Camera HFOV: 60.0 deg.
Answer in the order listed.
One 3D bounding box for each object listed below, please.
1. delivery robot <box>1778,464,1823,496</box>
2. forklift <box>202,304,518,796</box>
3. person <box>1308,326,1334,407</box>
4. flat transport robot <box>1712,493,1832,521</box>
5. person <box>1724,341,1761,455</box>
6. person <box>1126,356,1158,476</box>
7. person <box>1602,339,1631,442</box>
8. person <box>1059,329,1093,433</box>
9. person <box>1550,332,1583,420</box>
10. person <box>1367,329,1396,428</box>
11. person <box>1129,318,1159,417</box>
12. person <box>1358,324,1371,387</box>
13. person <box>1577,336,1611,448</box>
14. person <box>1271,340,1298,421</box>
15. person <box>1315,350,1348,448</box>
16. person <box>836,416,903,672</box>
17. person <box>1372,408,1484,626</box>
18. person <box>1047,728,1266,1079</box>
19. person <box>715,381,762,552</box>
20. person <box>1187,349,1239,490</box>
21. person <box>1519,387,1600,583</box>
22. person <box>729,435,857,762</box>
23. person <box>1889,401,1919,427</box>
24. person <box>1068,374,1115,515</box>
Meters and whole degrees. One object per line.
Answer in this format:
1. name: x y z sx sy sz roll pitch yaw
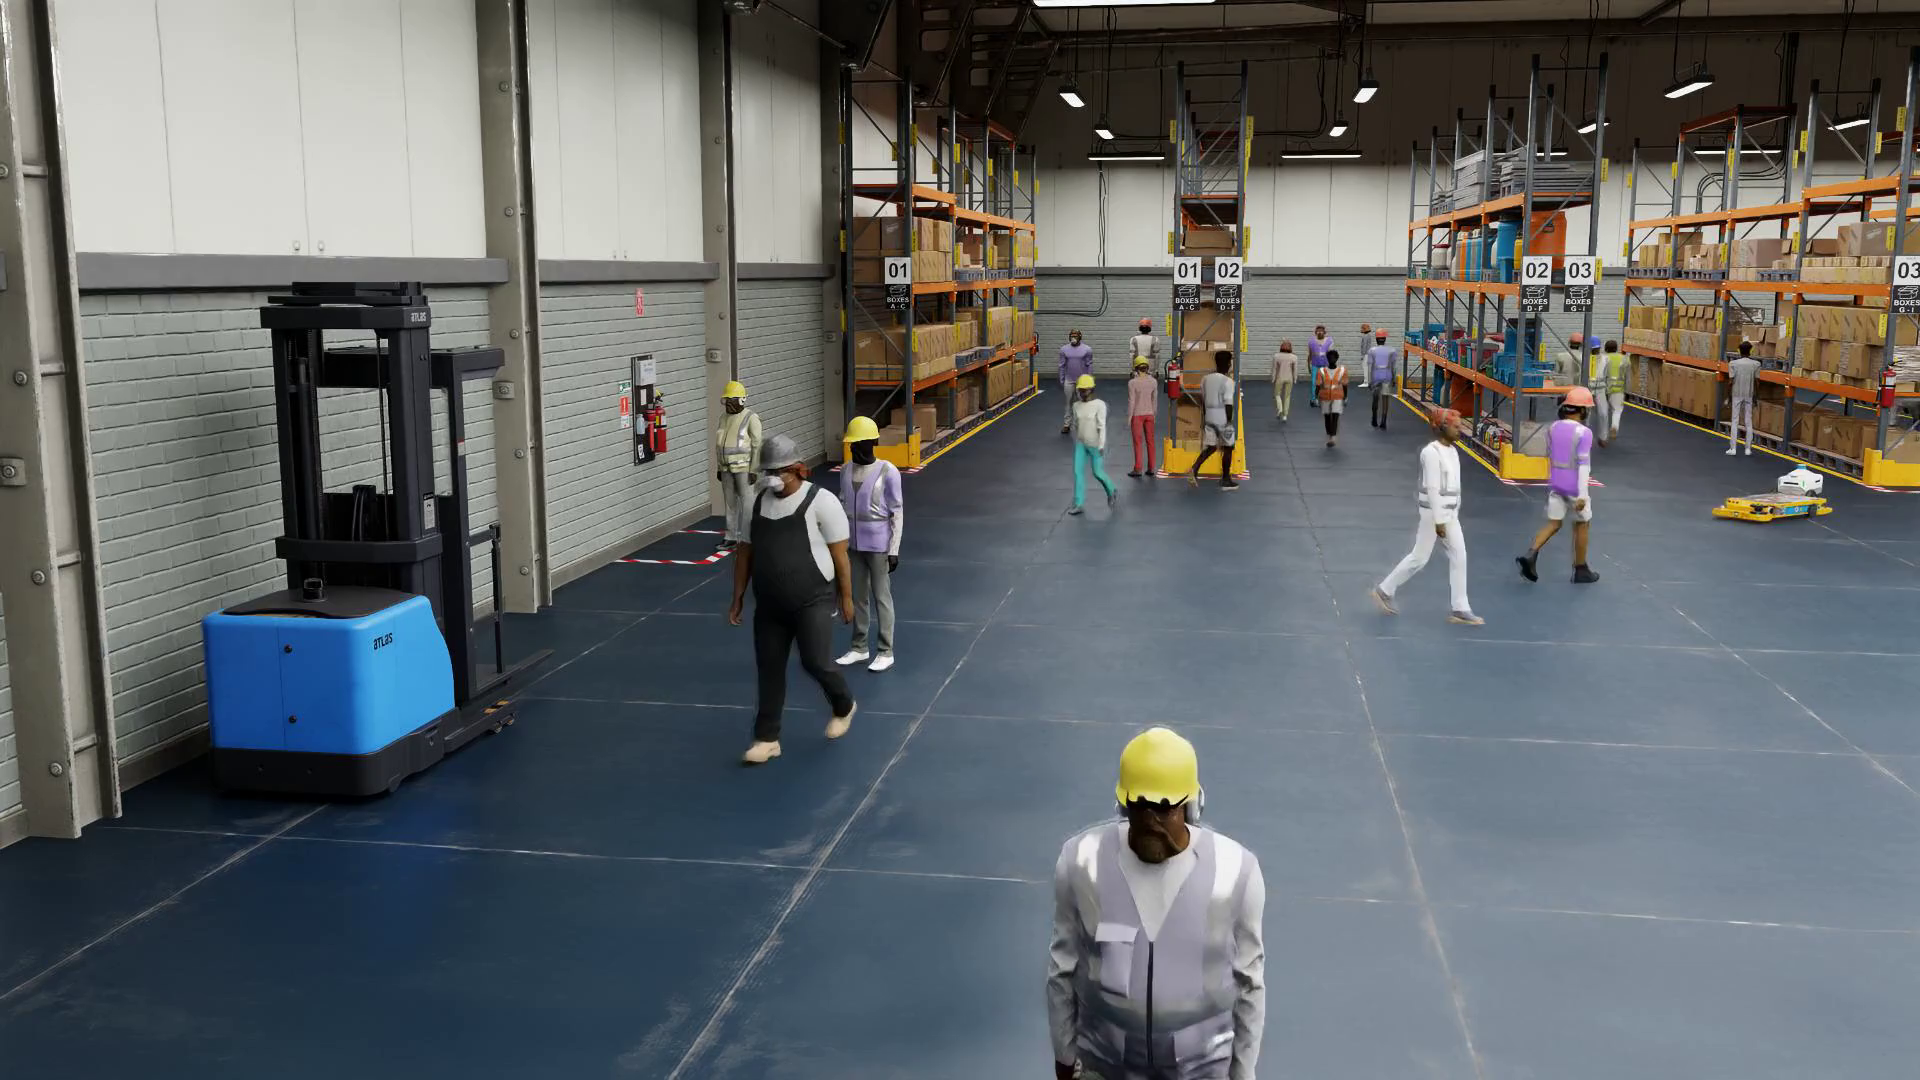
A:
1. delivery robot: 10.745 -0.726 21.256 0.477 0.478 0.707 9 13 44
2. forklift: -3.673 -0.038 10.147 1.129 2.768 1.873 1 9 9
3. person: 7.943 -3.822 36.695 0.575 1.795 0.973 2 9 13
4. flat transport robot: 10.027 -0.416 20.507 1.431 0.197 0.652 -5 11 -30
5. person: 12.795 -2.318 27.204 0.535 1.864 0.312 2 9 12
6. person: 2.662 -1.821 24.446 0.529 1.765 0.327 -5 11 -30
7. person: 11.394 -2.608 29.121 0.637 1.826 0.703 3 10 20
8. person: 2.138 -2.946 30.848 0.635 1.937 0.354 3 10 15
9. person: 10.503 -2.584 28.572 0.620 1.958 0.892 1 9 4
10. person: 8.116 -3.114 32.026 0.559 1.901 0.965 2 9 10
11. person: 3.760 -3.498 33.931 0.609 2.044 0.397 2 9 10
12. person: 10.508 -4.786 43.136 0.275 1.632 0.507 5 10 28
13. person: 10.736 -2.490 28.125 0.615 1.904 0.758 0 9 1
14. person: 6.504 -3.193 33.322 0.529 1.621 0.372 1 9 4
15. person: 6.337 -2.414 28.427 0.546 1.644 0.894 3 10 19
16. person: -0.707 0.027 12.551 0.594 1.924 0.384 7 12 38
17. person: 4.063 -0.220 14.360 0.941 1.854 0.568 9 13 42
18. person: 0.540 1.374 4.600 0.600 1.815 0.612 2 9 11
19. person: -2.401 -0.786 17.854 0.594 1.832 0.404 6 11 34
20. person: 3.497 -1.642 22.800 0.785 1.939 0.620 -7 11 -35
21. person: 5.823 -0.523 16.015 0.828 1.911 0.550 -5 10 -27
22. person: -1.048 0.351 10.334 0.731 2.000 0.844 5 10 28
23. person: 17.879 -2.977 31.447 0.738 1.811 0.581 -7 11 -36
24. person: 1.652 -1.206 20.716 0.523 1.738 0.720 7 12 37
